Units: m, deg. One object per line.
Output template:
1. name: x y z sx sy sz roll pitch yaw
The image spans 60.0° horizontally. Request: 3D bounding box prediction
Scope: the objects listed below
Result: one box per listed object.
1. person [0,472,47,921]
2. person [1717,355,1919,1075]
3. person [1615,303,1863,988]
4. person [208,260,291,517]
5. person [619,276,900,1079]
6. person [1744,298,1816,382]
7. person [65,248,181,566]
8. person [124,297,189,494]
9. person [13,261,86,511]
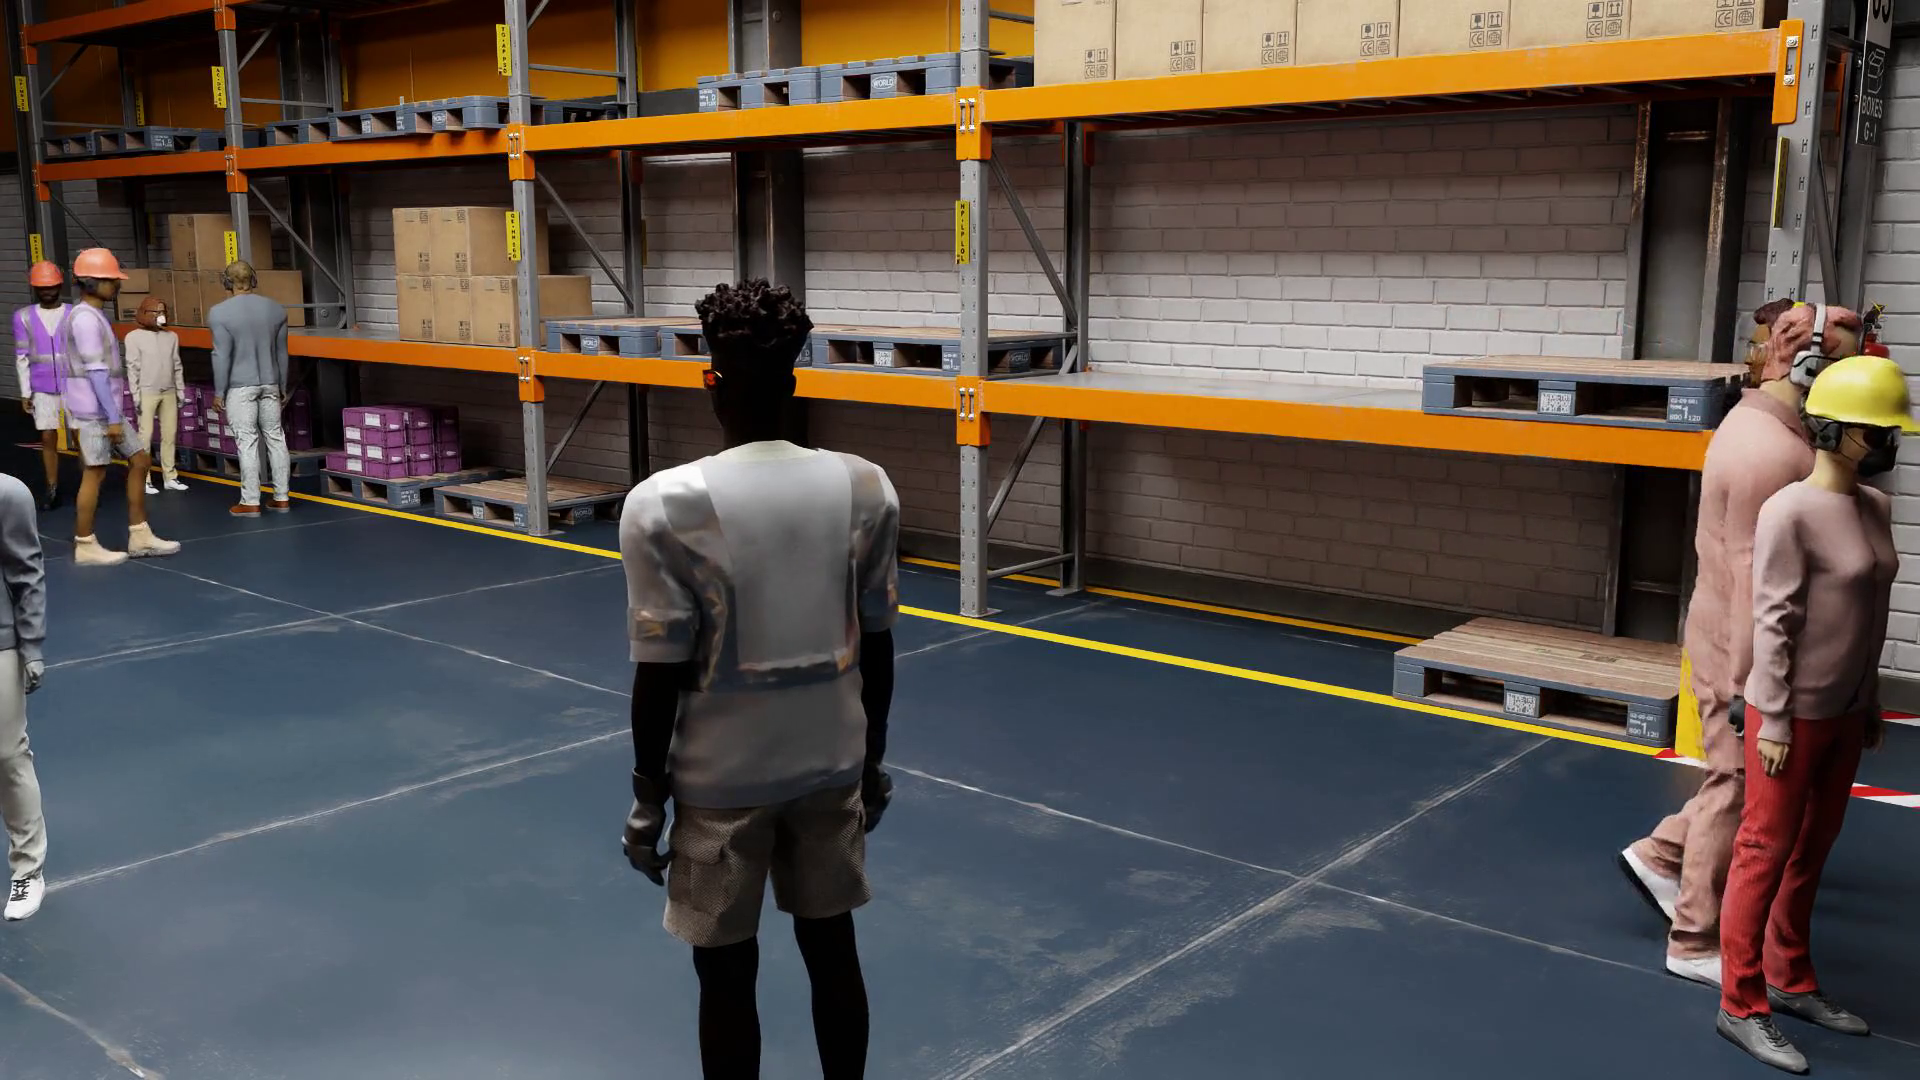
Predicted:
1. person: -3.004 0.343 4.988 0.507 1.633 0.276 -1 10 -5
2. person: 2.152 0.424 4.155 0.523 1.767 0.318 -7 12 -36
3. person: 2.141 0.295 4.577 0.524 1.878 0.659 5 11 25
4. person: -5.353 -1.137 12.561 0.370 1.934 0.627 7 12 34
5. person: -0.403 0.454 3.408 0.612 1.965 0.362 -7 12 -34
6. person: 2.484 0.205 5.097 0.328 1.874 0.521 6 12 31
7. person: -5.357 -0.839 10.621 0.769 2.014 0.629 -4 11 -21
8. person: -6.656 -1.196 13.784 0.289 1.629 0.498 6 11 29
9. person: -6.952 -1.176 12.813 0.548 1.928 0.393 -4 11 -21
